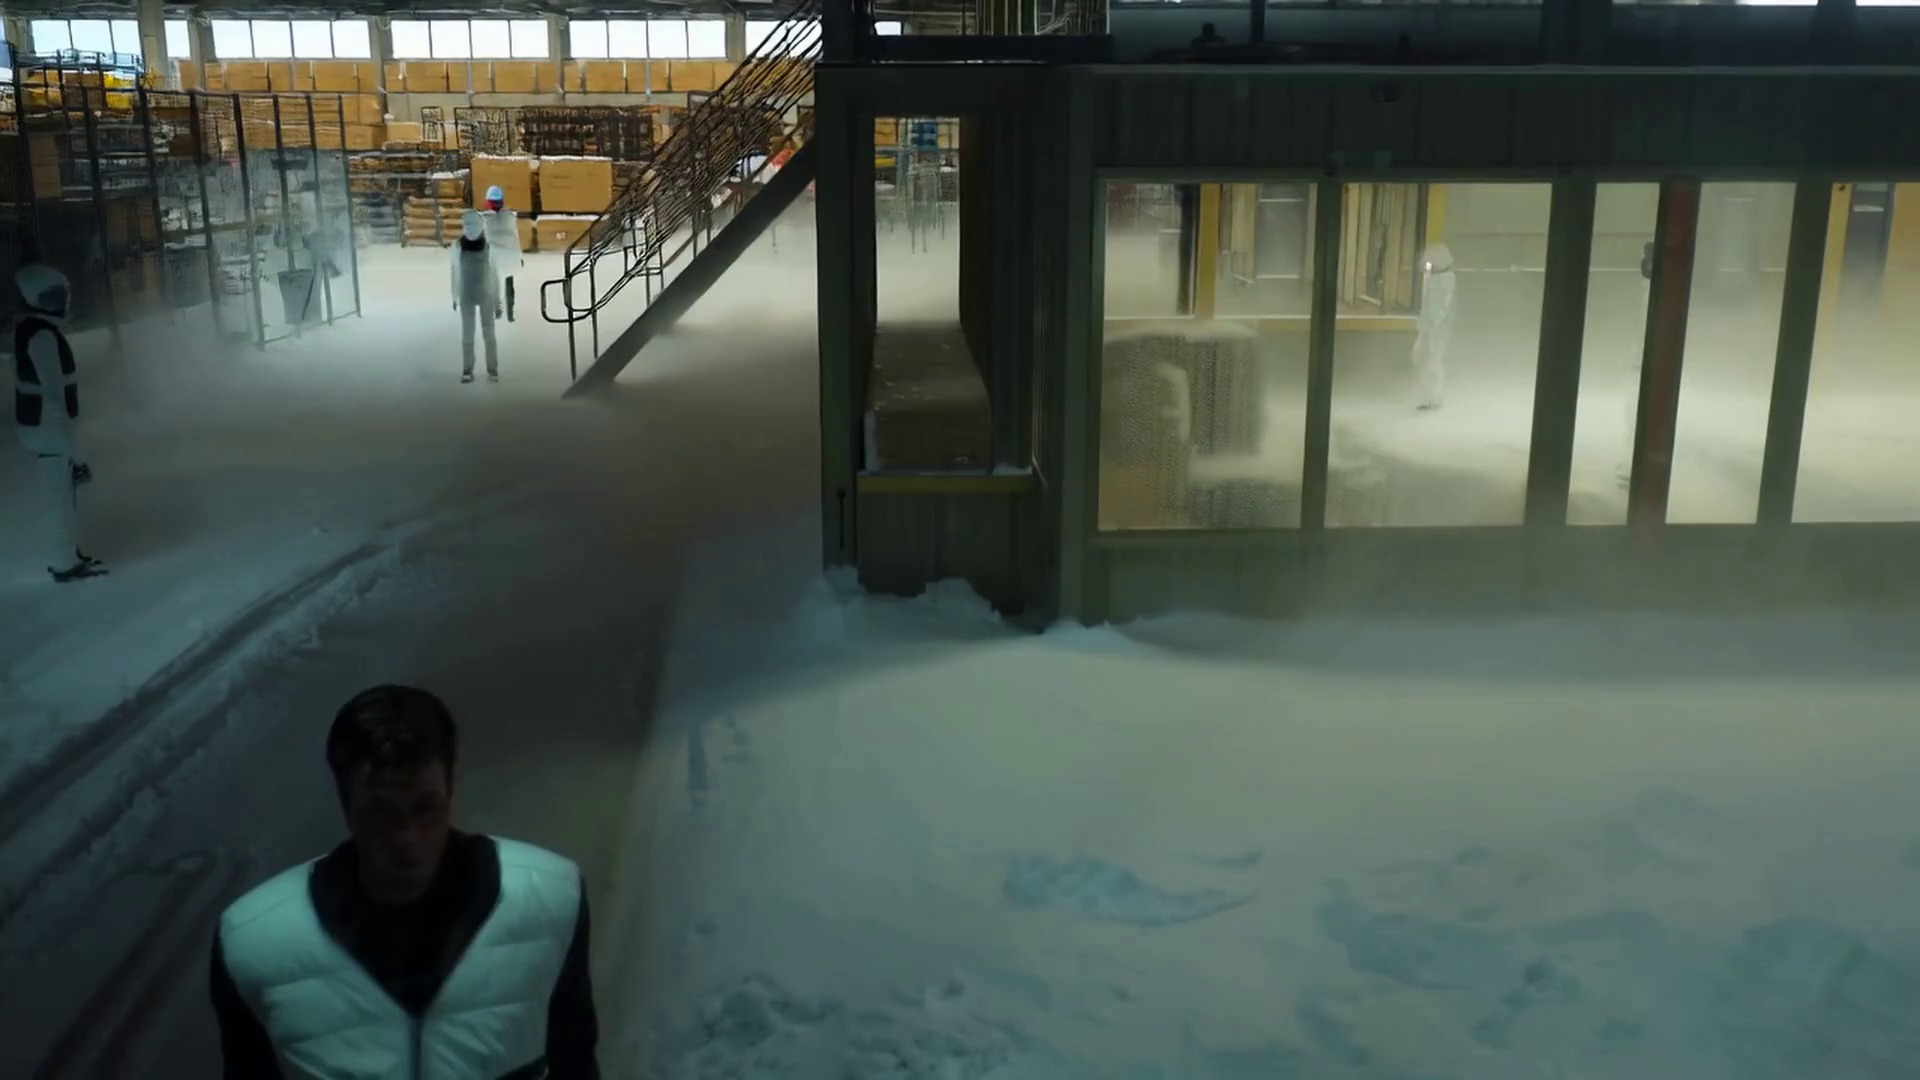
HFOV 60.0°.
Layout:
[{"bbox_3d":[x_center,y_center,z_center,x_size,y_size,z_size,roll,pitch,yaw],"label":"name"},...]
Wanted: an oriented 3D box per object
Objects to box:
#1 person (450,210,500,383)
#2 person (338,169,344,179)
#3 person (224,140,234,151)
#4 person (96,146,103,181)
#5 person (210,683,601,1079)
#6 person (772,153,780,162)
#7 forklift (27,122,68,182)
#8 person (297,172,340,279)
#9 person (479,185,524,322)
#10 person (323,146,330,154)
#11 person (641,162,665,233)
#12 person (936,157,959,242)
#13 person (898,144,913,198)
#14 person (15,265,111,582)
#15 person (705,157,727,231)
[{"bbox_3d":[-5.200,-2.617,17.891,0.508,1.846,0.345,-4,14,-14],"label":"person"},{"bbox_3d":[-15.882,-8.734,42.790,0.527,1.612,0.571,8,16,29],"label":"person"},{"bbox_3d":[-36.277,-18.887,82.654,0.448,1.976,0.635,4,15,15],"label":"person"},{"bbox_3d":[-28.982,-12.238,55.946,0.375,2.043,0.610,-12,18,-39],"label":"person"},{"bbox_3d":[-0.887,1.132,2.791,0.586,1.910,0.396,-6,15,-22],"label":"person"},{"bbox_3d":[-9.346,-19.241,84.408,0.936,1.810,0.567,1,14,2],"label":"person"},{"bbox_3d":[-35.376,-14.773,64.377,1.129,2.768,1.873,-1,14,-2],"label":"forklift"},{"bbox_3d":[-11.544,-5.625,29.810,0.912,1.909,0.553,4,15,17],"label":"person"},{"bbox_3d":[-6.419,-3.998,23.278,0.578,1.913,0.552,-4,15,-16],"label":"person"},{"bbox_3d":[-28.130,-16.599,73.918,0.947,1.788,0.591,3,14,12],"label":"person"},{"bbox_3d":[-7.819,-8.774,42.524,0.587,1.833,0.404,1,14,6],"label":"person"},{"bbox_3d":[-0.257,-8.004,39.157,0.603,1.986,0.412,2,14,8],"label":"person"},{"bbox_3d":[-2.062,-13.845,62.491,0.631,1.992,1.064,-3,14,-11],"label":"person"},{"bbox_3d":[-5.499,-0.700,10.082,0.376,1.917,0.599,-10,17,-34],"label":"person"},{"bbox_3d":[-6.374,-9.025,43.389,0.565,1.897,0.547,4,15,17],"label":"person"}]
